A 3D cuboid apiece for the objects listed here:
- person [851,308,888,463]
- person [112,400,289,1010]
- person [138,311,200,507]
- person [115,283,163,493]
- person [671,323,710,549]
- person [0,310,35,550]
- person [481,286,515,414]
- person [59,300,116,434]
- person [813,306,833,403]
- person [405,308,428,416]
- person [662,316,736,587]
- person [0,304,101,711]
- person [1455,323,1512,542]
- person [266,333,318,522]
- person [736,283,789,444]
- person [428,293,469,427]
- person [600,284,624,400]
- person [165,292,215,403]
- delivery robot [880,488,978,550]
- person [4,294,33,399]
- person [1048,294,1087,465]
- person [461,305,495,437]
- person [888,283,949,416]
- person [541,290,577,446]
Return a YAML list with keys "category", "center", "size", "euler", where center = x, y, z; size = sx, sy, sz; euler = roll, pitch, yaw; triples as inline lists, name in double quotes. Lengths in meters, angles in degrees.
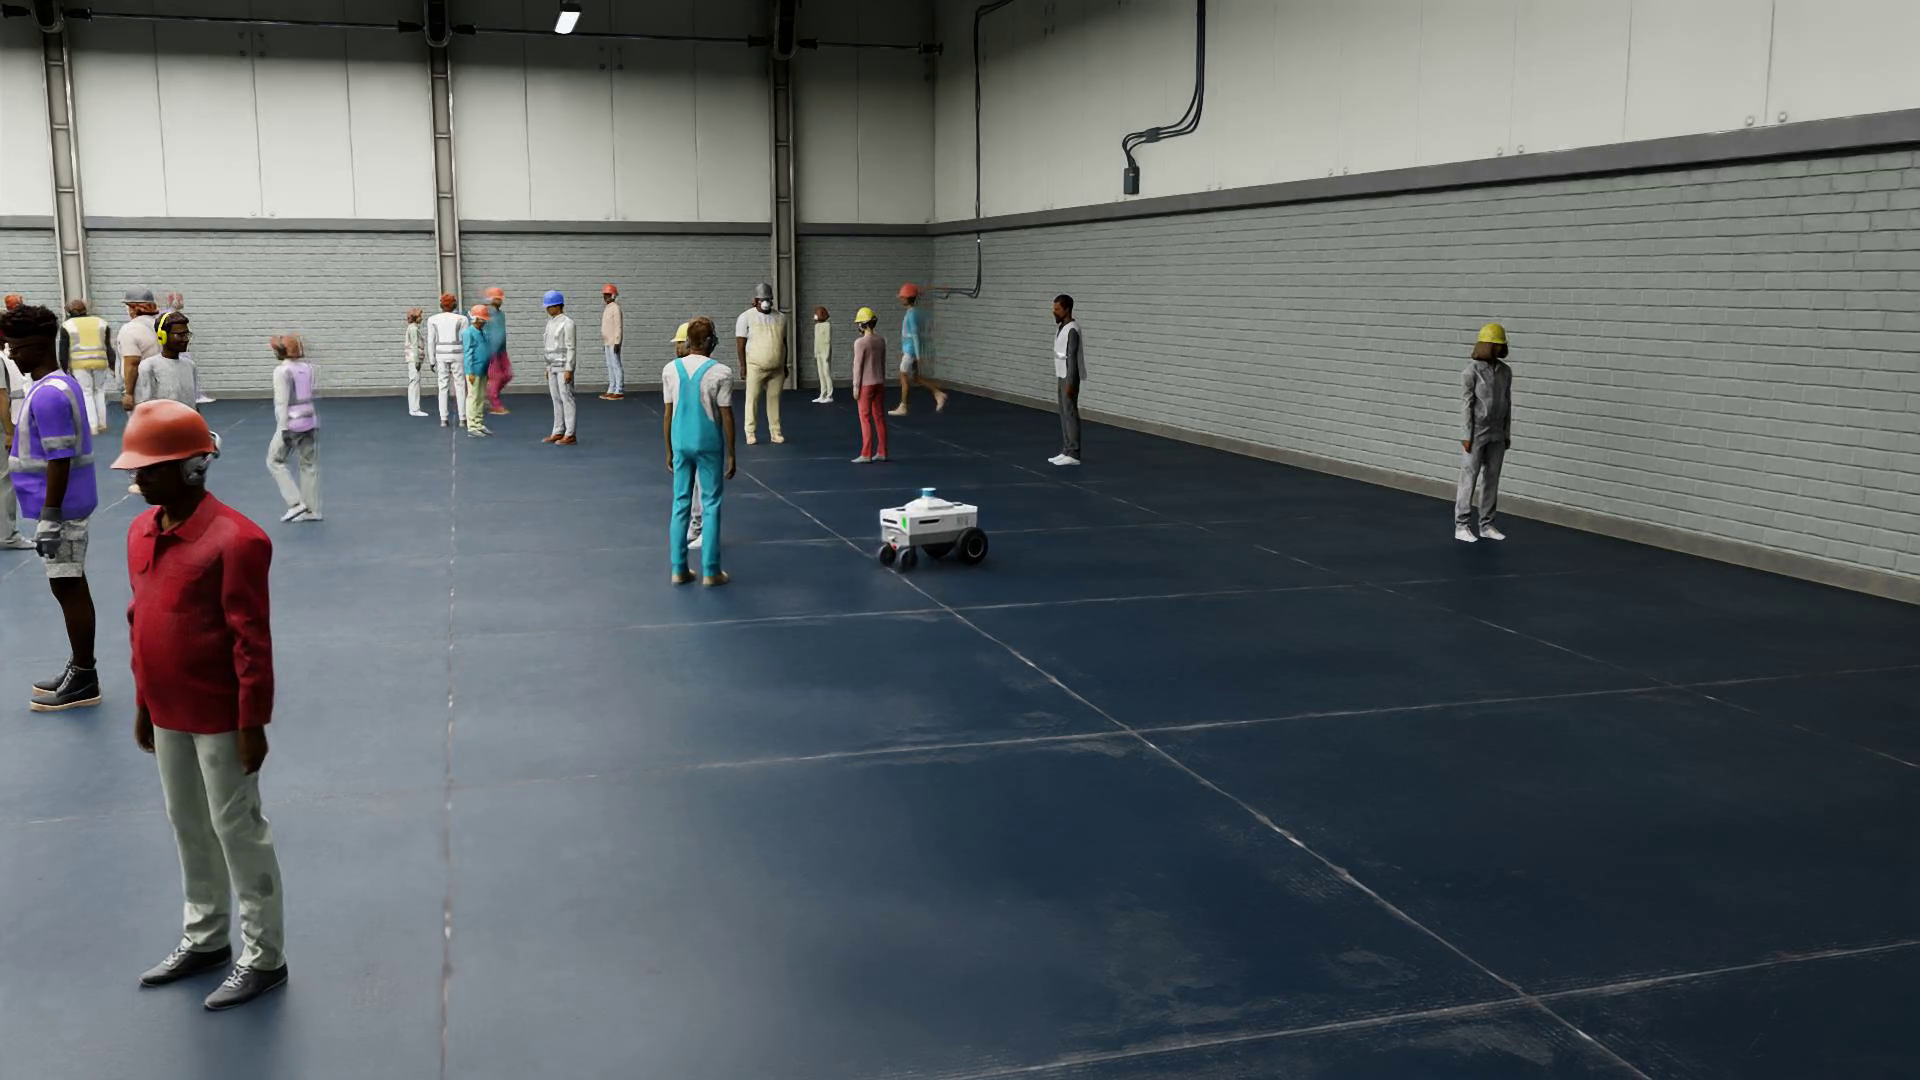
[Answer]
- category: "person"
  center: [-1.039, -1.746, 18.847]
  size: [0.332, 1.760, 0.528]
  euler: [6, 11, 35]
- category: "person"
  center: [-2.202, 0.467, 4.776]
  size: [0.572, 1.743, 0.352]
  euler: [5, 10, 31]
- category: "person"
  center: [-5.384, -0.634, 11.442]
  size: [0.329, 1.862, 0.510]
  euler: [3, 9, 18]
- category: "person"
  center: [-7.973, -1.481, 16.257]
  size: [0.536, 2.000, 0.681]
  euler: [2, 9, 14]
- category: "person"
  center: [-2.068, -0.806, 12.890]
  size: [0.301, 1.745, 0.483]
  euler: [-4, 10, -27]
- category: "person"
  center: [-7.369, -0.842, 12.785]
  size: [0.390, 1.850, 0.565]
  euler: [-6, 11, -35]
- category: "person"
  center: [-7.136, -2.914, 25.600]
  size: [0.444, 1.973, 0.620]
  euler: [3, 9, 19]
- category: "person"
  center: [-11.805, -2.334, 22.468]
  size: [0.723, 1.800, 0.689]
  euler: [8, 12, 43]
- category: "person"
  center: [-2.319, -3.128, 28.087]
  size: [0.290, 1.626, 0.507]
  euler: [-6, 11, -32]
- category: "person"
  center: [-8.273, -2.696, 25.285]
  size: [0.310, 1.638, 0.523]
  euler: [-4, 10, -21]
- category: "person"
  center: [-1.753, -0.590, 11.246]
  size: [0.521, 1.834, 0.360]
  euler: [2, 9, 13]
- category: "person"
  center: [-4.395, -0.159, 8.080]
  size: [0.368, 1.959, 0.602]
  euler: [-4, 10, -24]
- category: "person"
  center: [4.177, -0.847, 13.189]
  size: [0.480, 1.733, 0.337]
  euler: [-5, 10, -27]
- category: "person"
  center: [-5.689, -0.950, 14.193]
  size: [0.389, 1.623, 0.515]
  euler: [2, 9, 14]
- category: "person"
  center: [-2.451, -2.226, 21.011]
  size: [0.688, 2.000, 0.536]
  euler: [-5, 10, -28]
- category: "person"
  center: [-7.200, -2.537, 23.493]
  size: [0.577, 1.882, 0.349]
  euler: [-1, 9, -5]
- category: "person"
  center: [-6.026, -3.418, 28.757]
  size: [0.379, 1.995, 0.622]
  euler: [-6, 10, -32]
- category: "person"
  center: [-13.069, -3.189, 27.715]
  size: [0.974, 1.869, 0.635]
  euler: [-7, 11, -37]
- category: "delivery robot"
  center: [-0.225, -0.134, 12.068]
  size: [0.707, 0.478, 0.477]
  euler: [-6, 11, -37]
- category: "person"
  center: [-12.441, -2.298, 21.974]
  size: [0.574, 1.883, 0.360]
  euler: [2, 9, 13]
- category: "person"
  center: [1.216, -1.798, 18.707]
  size: [0.395, 1.910, 0.579]
  euler: [-1, 9, -8]
- category: "person"
  center: [-6.380, -2.246, 22.080]
  size: [0.347, 1.741, 0.564]
  euler: [1, 9, 9]
- category: "person"
  center: [-0.644, -2.890, 25.325]
  size: [0.837, 2.022, 0.606]
  euler: [1, 9, 4]
- category: "person"
  center: [-5.031, -2.154, 20.877]
  size: [0.402, 1.937, 0.604]
  euler: [-8, 12, -40]
